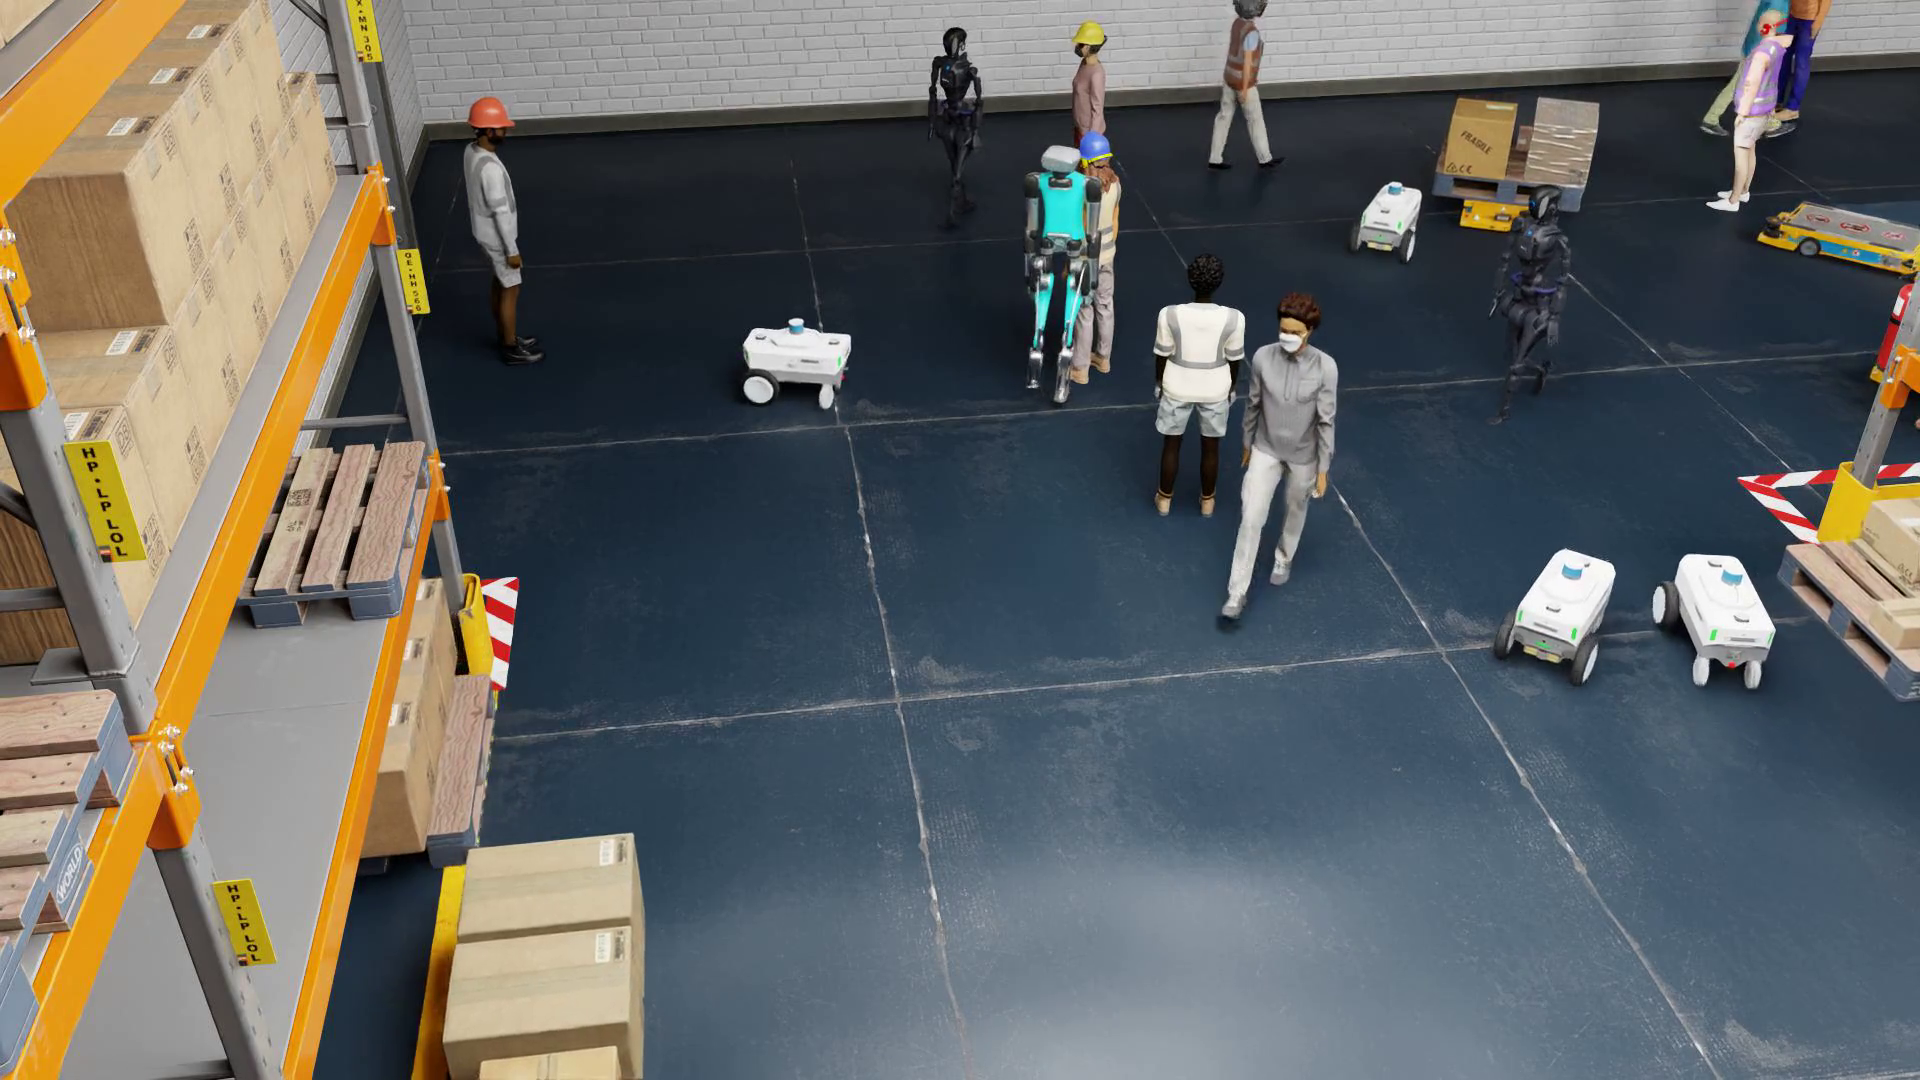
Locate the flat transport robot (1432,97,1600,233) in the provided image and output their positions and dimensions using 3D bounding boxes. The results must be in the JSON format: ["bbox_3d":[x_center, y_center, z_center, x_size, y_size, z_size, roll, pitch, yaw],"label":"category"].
[{"bbox_3d":[4.759,-3.020,14.481,0.659,0.231,1.431,11,35,16],"label":"flat transport robot"}]

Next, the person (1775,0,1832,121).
[{"bbox_3d":[8.138,-5.070,16.070,0.402,1.973,0.516,-11,35,-17],"label":"person"}]

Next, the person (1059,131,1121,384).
[{"bbox_3d":[0.890,-1.936,11.437,0.478,1.777,0.306,-28,42,-36],"label":"person"}]

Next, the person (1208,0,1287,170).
[{"bbox_3d":[2.619,-4.124,14.891,0.750,1.660,0.436,-9,34,-13],"label":"person"}]

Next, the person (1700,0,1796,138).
[{"bbox_3d":[7.577,-4.623,15.625,0.873,1.690,0.580,10,34,15],"label":"person"}]

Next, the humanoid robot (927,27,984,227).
[{"bbox_3d":[-0.062,-3.447,13.860,0.591,1.633,0.694,25,41,33],"label":"humanoid robot"}]

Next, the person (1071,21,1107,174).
[{"bbox_3d":[1.030,-3.361,13.630,0.307,1.772,0.524,-6,34,-9],"label":"person"}]

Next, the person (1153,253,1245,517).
[{"bbox_3d":[1.404,-0.898,9.924,0.533,1.693,0.320,4,33,6],"label":"person"}]

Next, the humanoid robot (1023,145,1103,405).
[{"bbox_3d":[0.618,-1.656,11.056,0.552,1.787,0.765,9,34,14],"label":"humanoid robot"}]

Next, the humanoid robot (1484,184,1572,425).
[{"bbox_3d":[3.846,-1.577,11.006,0.692,1.633,0.601,-17,37,-24],"label":"humanoid robot"}]

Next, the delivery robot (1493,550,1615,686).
[{"bbox_3d":[3.268,0.371,9.010,0.499,0.581,0.774,21,38,28],"label":"delivery robot"}]

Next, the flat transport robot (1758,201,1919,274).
[{"bbox_3d":[7.370,-2.438,13.589,1.431,0.231,0.659,23,40,31],"label":"flat transport robot"}]

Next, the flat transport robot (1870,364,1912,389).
[{"bbox_3d":[7.154,-1.058,11.474,1.431,0.231,0.659,28,42,36],"label":"flat transport robot"}]

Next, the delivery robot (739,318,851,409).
[{"bbox_3d":[-1.149,-1.236,11.494,0.775,0.604,0.505,5,33,7],"label":"delivery robot"}]

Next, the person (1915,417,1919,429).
[{"bbox_3d":[6.677,-1.447,10.618,0.559,1.850,0.490,-13,35,-19],"label":"person"}]

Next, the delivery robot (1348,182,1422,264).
[{"bbox_3d":[3.514,-2.610,13.608,0.499,0.614,0.804,15,36,22],"label":"delivery robot"}]

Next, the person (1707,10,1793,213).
[{"bbox_3d":[6.735,-3.649,14.148,0.357,1.684,0.486,23,40,31],"label":"person"}]

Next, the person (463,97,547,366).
[{"bbox_3d":[-3.195,-2.137,11.616,0.388,1.926,0.546,-17,37,-24],"label":"person"}]

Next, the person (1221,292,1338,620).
[{"bbox_3d":[1.754,-0.432,9.064,0.539,1.862,0.918,11,35,17],"label":"person"}]

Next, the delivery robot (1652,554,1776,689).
[{"bbox_3d":[4.107,0.389,8.987,0.499,0.585,0.765,3,33,5],"label":"delivery robot"}]
